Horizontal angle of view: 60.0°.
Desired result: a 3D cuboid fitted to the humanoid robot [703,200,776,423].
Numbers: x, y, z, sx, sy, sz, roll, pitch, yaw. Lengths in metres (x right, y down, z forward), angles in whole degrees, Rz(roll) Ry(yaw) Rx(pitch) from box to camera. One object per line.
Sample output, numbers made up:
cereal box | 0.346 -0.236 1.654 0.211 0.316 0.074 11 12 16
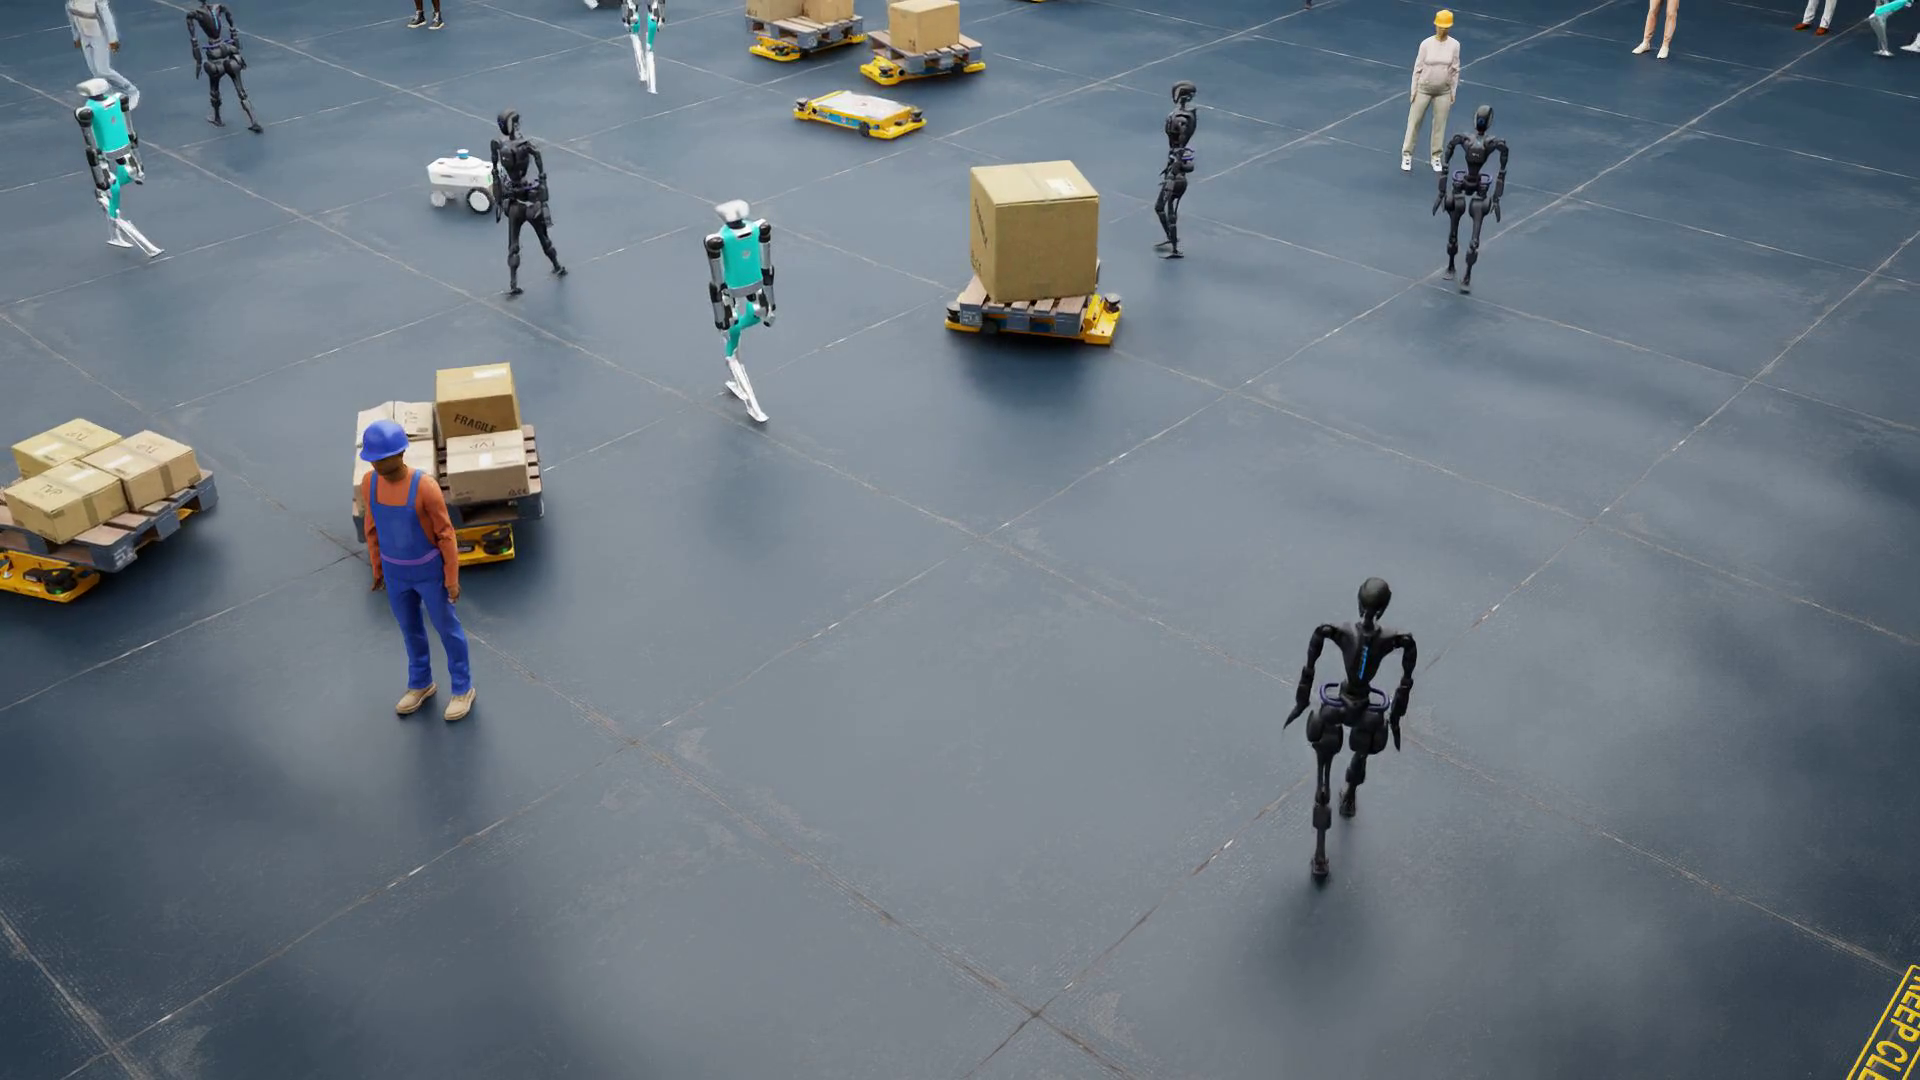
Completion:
humanoid robot | -1.751 -1.800 12.659 0.556 1.749 0.946 -21 38 -30

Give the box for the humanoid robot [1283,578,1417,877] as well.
humanoid robot | 1.960 0.889 8.450 0.604 1.634 0.802 5 32 9

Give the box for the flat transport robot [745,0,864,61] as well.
flat transport robot | -2.000 -6.502 21.625 0.659 0.231 1.431 27 41 36

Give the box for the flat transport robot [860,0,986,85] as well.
flat transport robot | -0.466 -5.928 20.700 1.431 0.231 0.659 -16 35 -24

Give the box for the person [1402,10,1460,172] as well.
person | 4.937 -4.677 17.342 0.462 1.689 0.339 4 32 6

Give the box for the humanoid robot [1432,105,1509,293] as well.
humanoid robot | 4.505 -3.032 14.709 0.593 1.639 0.604 10 33 15

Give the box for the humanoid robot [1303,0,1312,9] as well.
humanoid robot | 4.906 -8.314 23.207 0.600 1.649 0.506 11 33 17

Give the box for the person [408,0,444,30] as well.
person | -7.224 -7.812 22.128 0.606 1.963 0.369 11 33 17

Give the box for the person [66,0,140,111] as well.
person | -9.787 -5.713 18.813 0.602 1.902 0.464 14 34 21

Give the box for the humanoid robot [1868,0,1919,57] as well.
humanoid robot | 11.865 -6.924 20.945 0.771 1.799 0.542 24 39 33

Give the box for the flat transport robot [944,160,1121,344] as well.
flat transport robot | 0.630 -1.949 14.293 1.431 0.231 0.659 7 33 11

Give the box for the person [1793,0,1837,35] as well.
person | 11.487 -7.619 21.945 0.361 1.827 0.515 -19 37 -28

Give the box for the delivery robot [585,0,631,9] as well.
delivery robot | -4.927 -7.824 23.494 0.801 0.608 0.499 -11 33 -17

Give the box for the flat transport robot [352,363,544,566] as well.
flat transport robot | -3.515 -0.244 11.548 0.659 0.231 1.431 -8 33 -13

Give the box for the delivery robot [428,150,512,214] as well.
delivery robot | -4.941 -3.617 16.703 0.793 0.590 0.499 7 33 11

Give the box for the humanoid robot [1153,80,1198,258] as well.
humanoid robot | 1.979 -3.386 15.275 0.342 1.653 0.601 2 32 3

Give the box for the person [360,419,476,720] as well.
person | -3.057 0.171 9.323 0.525 1.908 0.371 7 33 12

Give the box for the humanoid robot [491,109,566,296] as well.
humanoid robot | -3.841 -2.987 14.681 0.599 1.635 0.796 12 34 19

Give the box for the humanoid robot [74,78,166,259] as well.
humanoid robot | -7.813 -3.377 15.205 1.021 1.733 0.560 13 34 20

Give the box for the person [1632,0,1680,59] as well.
person | 8.953 -7.060 21.001 0.514 1.874 0.349 26 40 35

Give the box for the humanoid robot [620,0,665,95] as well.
humanoid robot | -3.784 -6.273 19.882 0.547 1.785 0.841 -7 33 -12

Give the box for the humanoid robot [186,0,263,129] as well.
humanoid robot | -8.254 -5.392 18.545 0.784 1.622 0.585 21 38 30

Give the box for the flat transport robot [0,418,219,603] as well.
flat transport robot | -5.792 -0.063 11.255 0.659 0.231 1.431 10 33 16

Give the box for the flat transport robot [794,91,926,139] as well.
flat transport robot | -1.149 -4.868 18.994 1.431 0.231 0.659 21 38 30

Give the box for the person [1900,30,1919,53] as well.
person | 12.619 -6.898 21.014 0.560 1.593 0.794 -15 35 -22
